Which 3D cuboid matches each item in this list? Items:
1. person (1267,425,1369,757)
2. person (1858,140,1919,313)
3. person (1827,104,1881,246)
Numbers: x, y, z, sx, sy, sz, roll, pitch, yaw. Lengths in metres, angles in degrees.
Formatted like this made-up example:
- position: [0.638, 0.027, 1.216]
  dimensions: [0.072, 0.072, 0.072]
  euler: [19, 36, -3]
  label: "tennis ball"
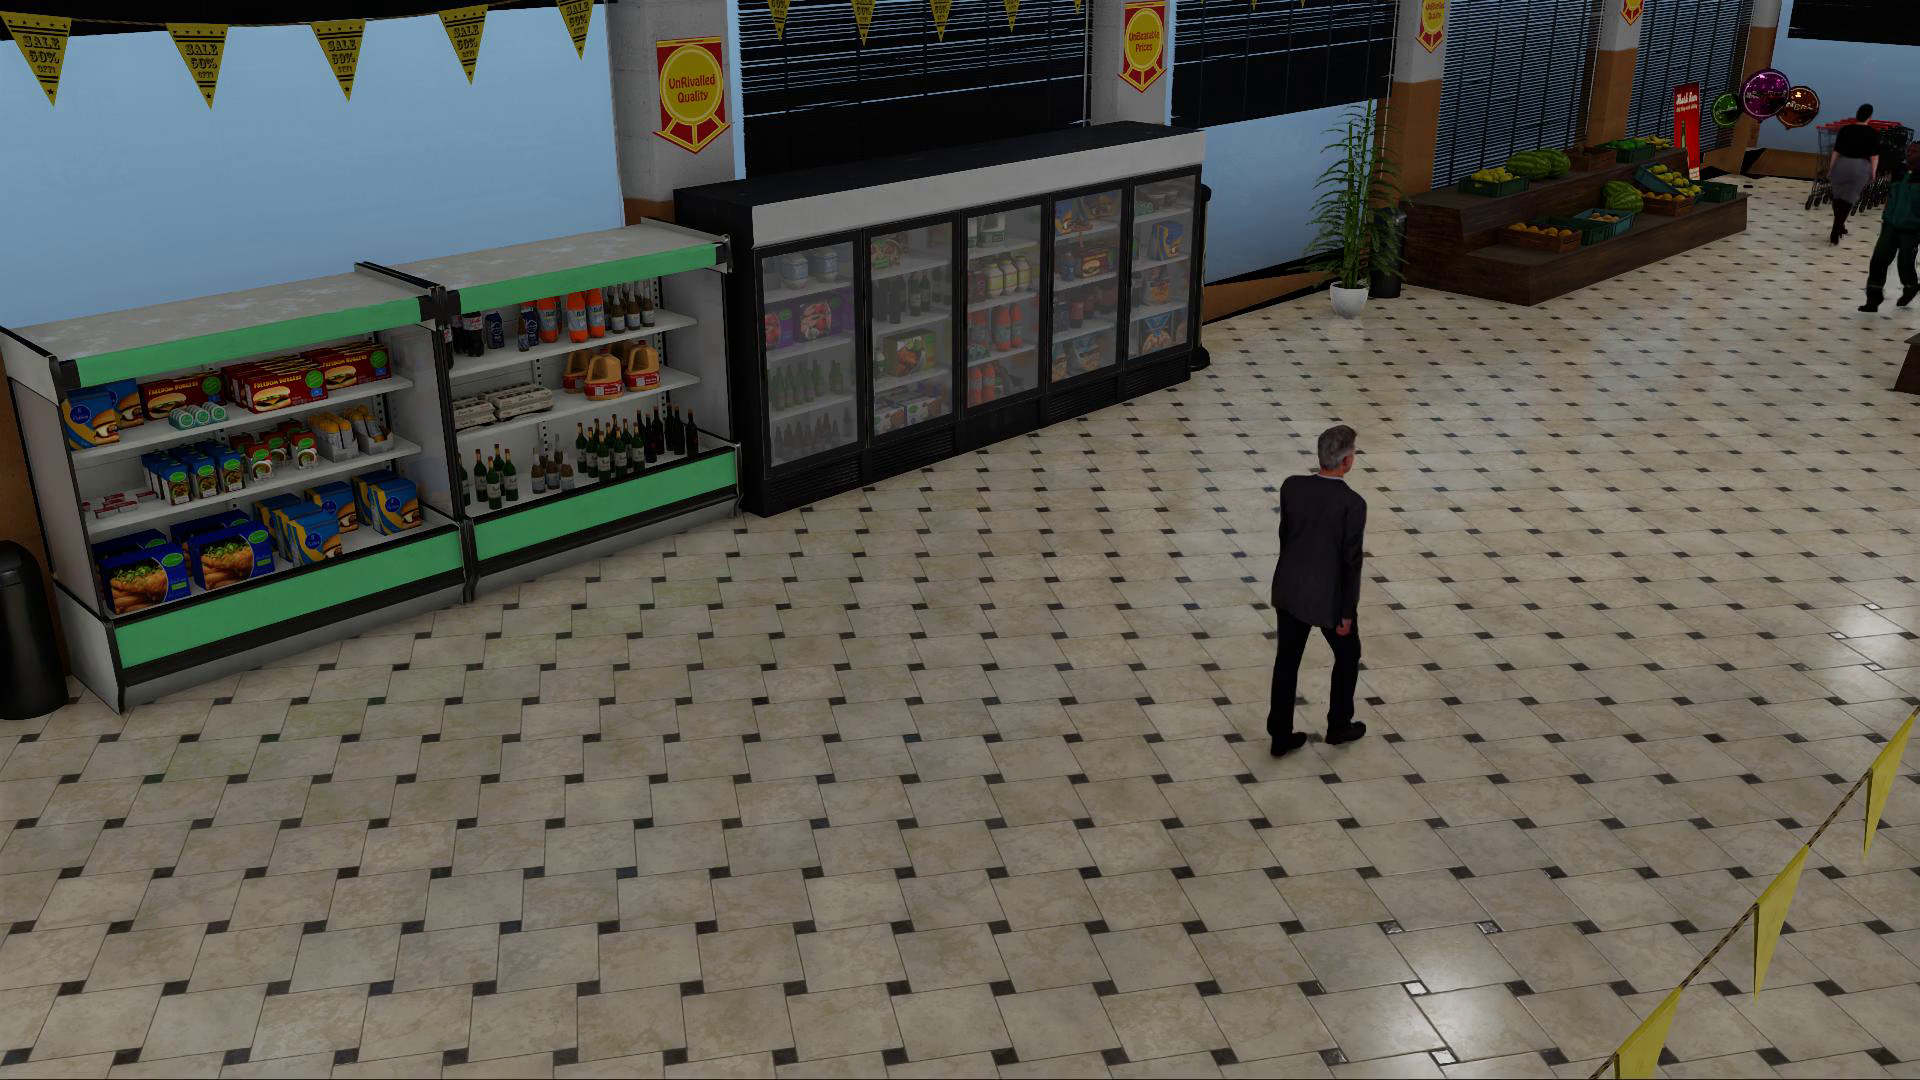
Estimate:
- position: [1.799, 0.309, 8.664]
  dimensions: [0.758, 1.819, 0.812]
  euler: [17, 27, 36]
  label: "person"
- position: [10.077, -3.302, 17.692]
  dimensions: [1.228, 1.789, 0.858]
  euler: [-14, 26, -31]
  label: "person"
- position: [11.162, -4.571, 20.932]
  dimensions: [0.972, 1.727, 0.722]
  euler: [-17, 28, -37]
  label: "person"
